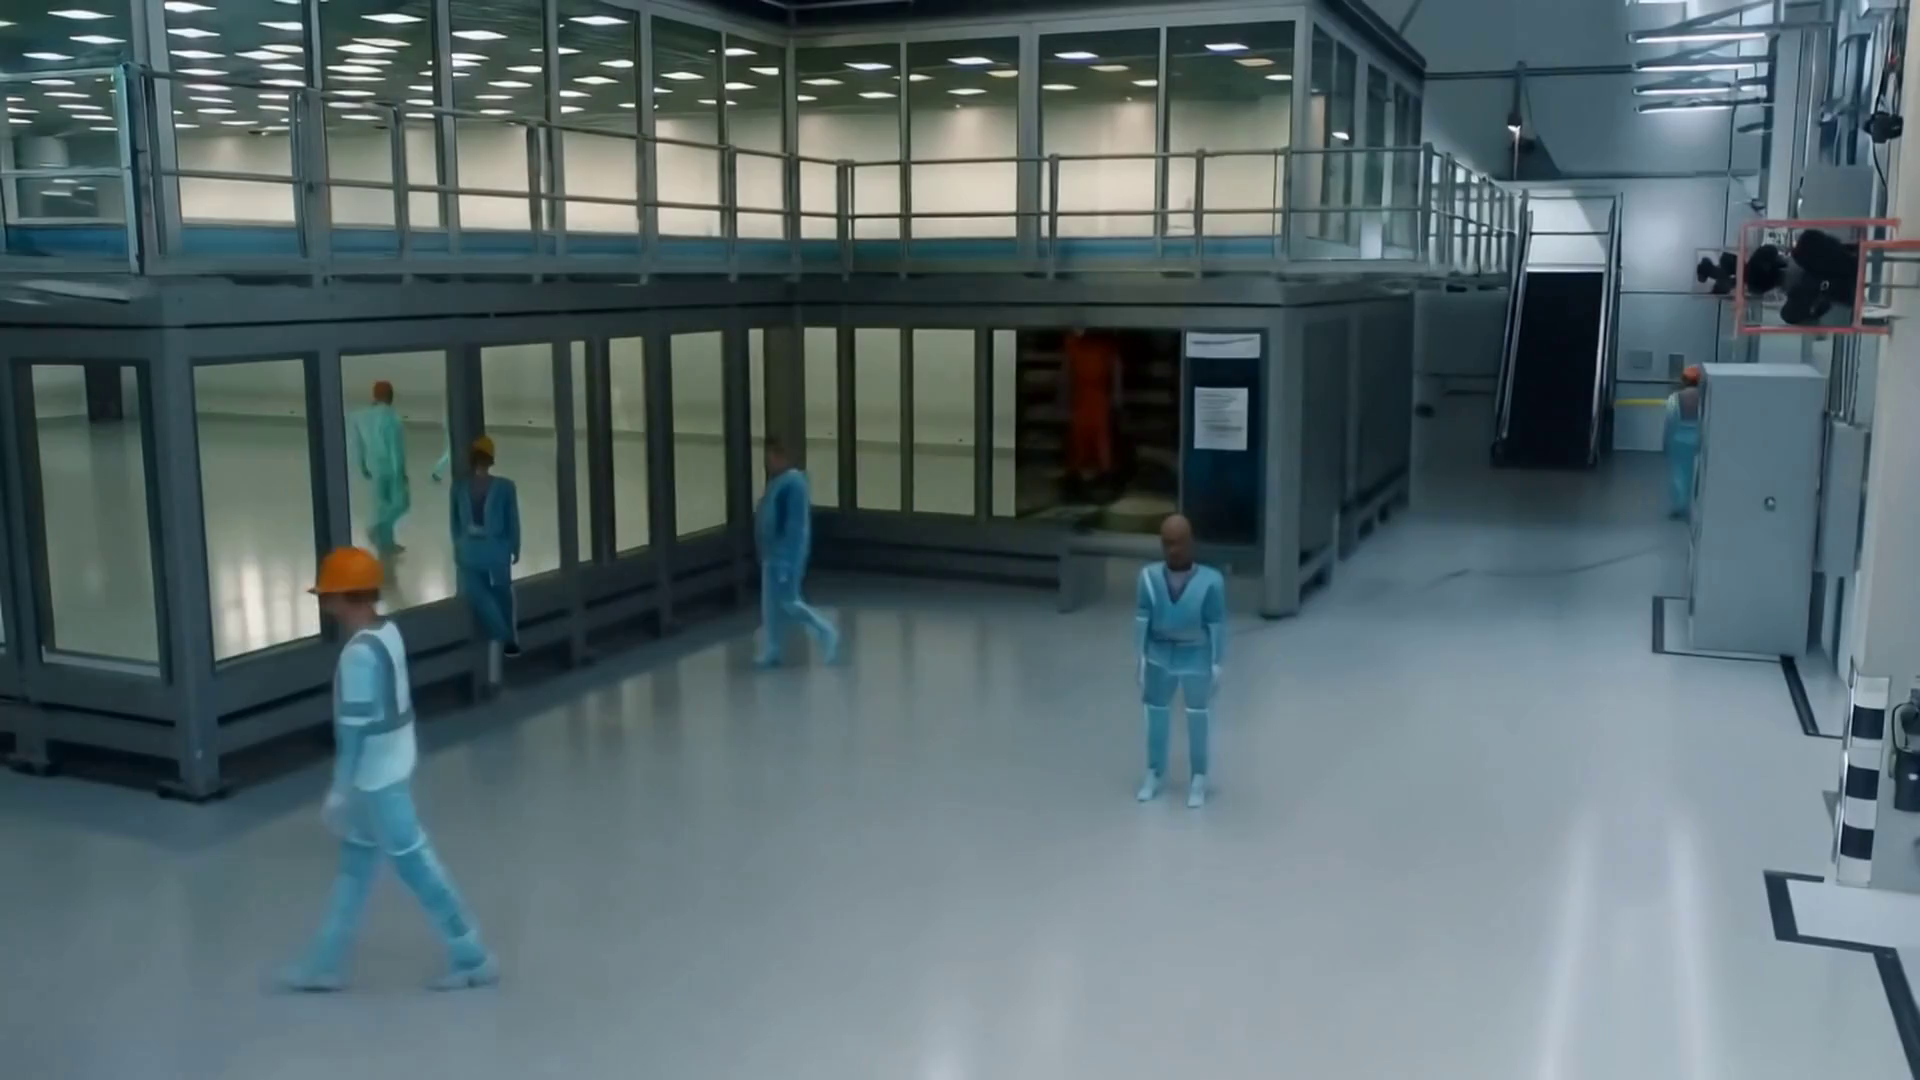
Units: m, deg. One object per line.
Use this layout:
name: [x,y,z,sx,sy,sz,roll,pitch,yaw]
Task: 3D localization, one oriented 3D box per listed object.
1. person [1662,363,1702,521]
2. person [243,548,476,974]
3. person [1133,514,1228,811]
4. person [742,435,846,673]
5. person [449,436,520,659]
person: [8.932,-1.194,20.317,0.628,1.931,0.458,7,11,35]
person: [-2.588,0.973,7.109,1.003,1.884,0.568,-2,9,-9]
person: [1.235,0.691,9.449,0.541,1.696,0.315,4,10,22]
person: [-1.286,0.111,12.626,0.712,1.826,0.634,-4,10,-21]
person: [-3.735,0.061,13.115,0.525,1.771,0.305,-2,9,-10]
